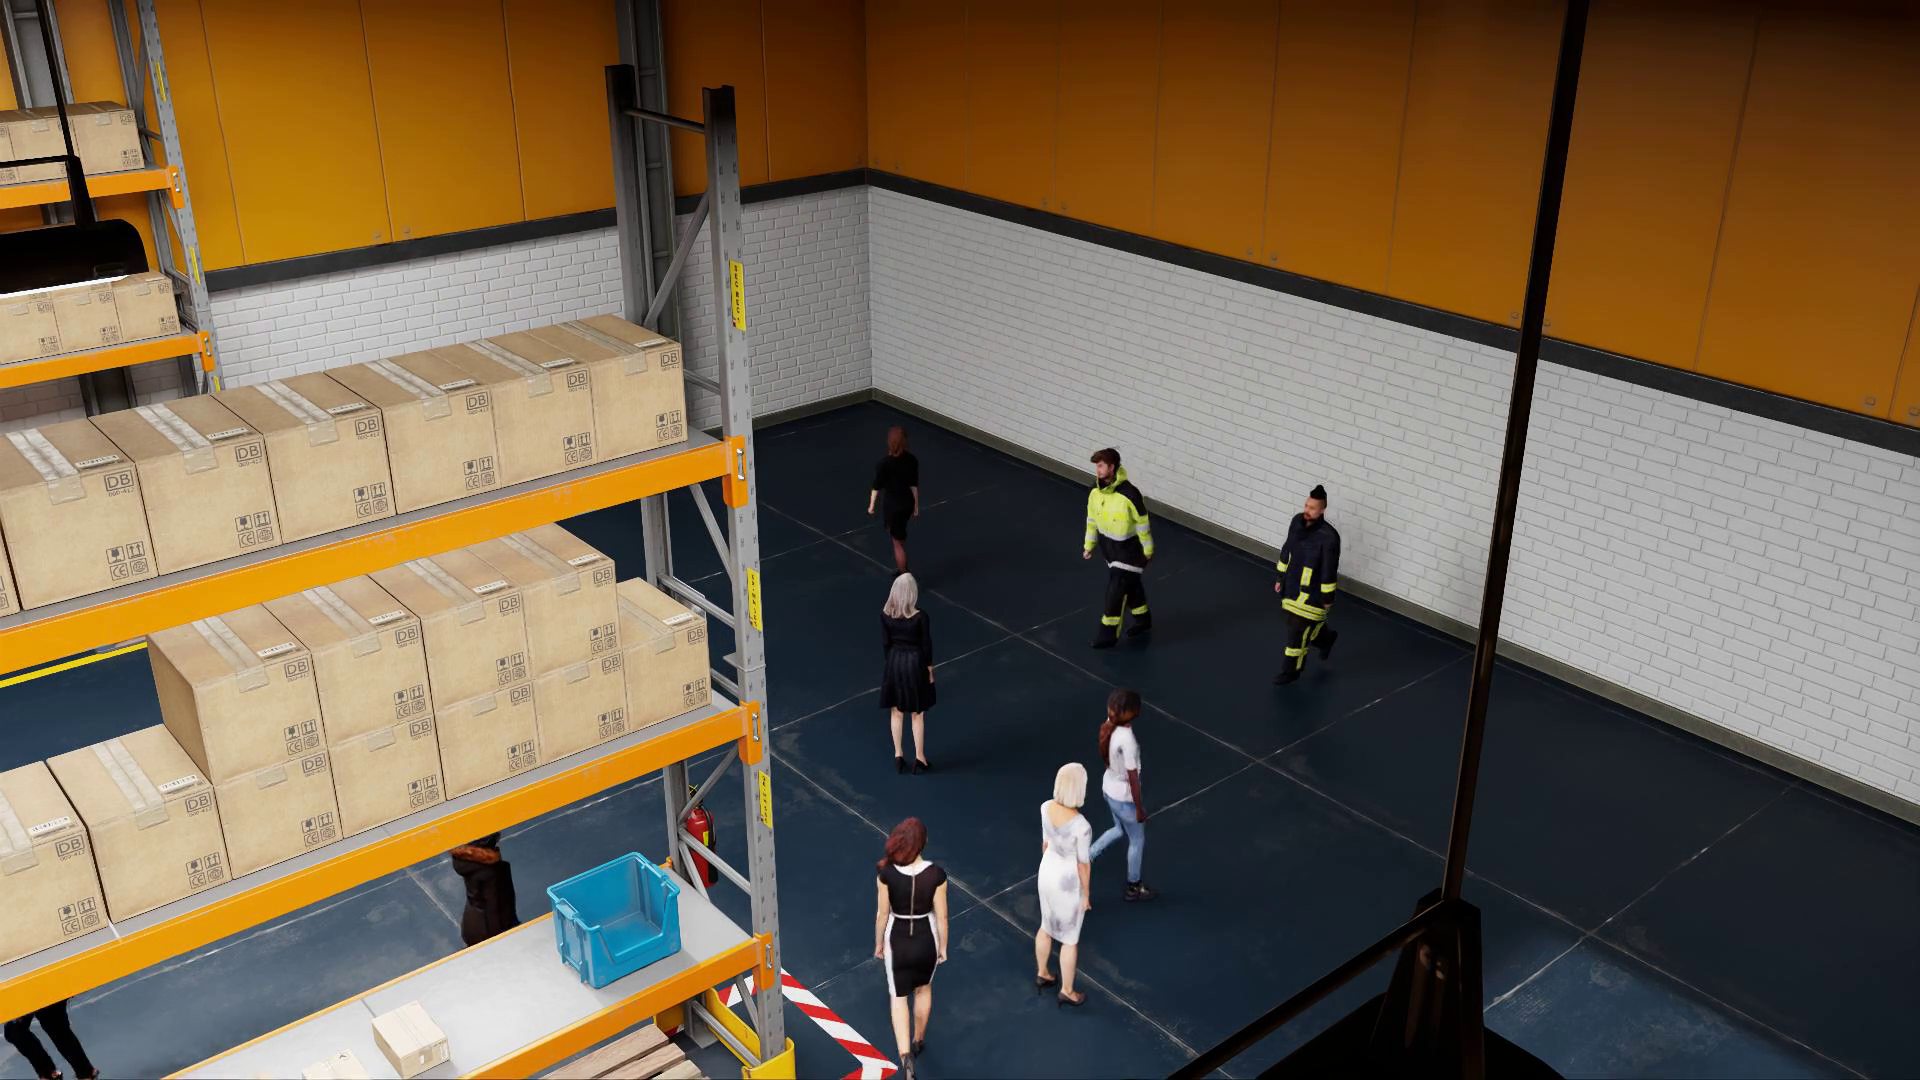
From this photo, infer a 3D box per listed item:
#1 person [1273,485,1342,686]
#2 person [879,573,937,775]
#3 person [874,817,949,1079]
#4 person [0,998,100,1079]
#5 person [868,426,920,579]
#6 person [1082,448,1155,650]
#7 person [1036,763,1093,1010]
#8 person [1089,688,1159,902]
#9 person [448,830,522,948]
[{"bbox_3d":[3.136,0.370,14.703,1.131,1.829,0.878,-12,26,-25],"label":"person"},{"bbox_3d":[-0.415,1.058,13.231,0.695,1.747,0.726,7,25,16],"label":"person"},{"bbox_3d":[-0.295,2.495,9.907,0.979,1.778,0.995,0,24,-1],"label":"person"},{"bbox_3d":[-5.311,2.592,9.765,0.634,1.714,0.568,-20,31,-38],"label":"person"},{"bbox_3d":[-0.555,-0.264,16.331,0.617,1.687,0.691,-16,28,-33],"label":"person"},{"bbox_3d":[1.584,0.059,15.310,0.798,1.913,1.045,21,31,40],"label":"person"},{"bbox_3d":[0.656,2.200,10.619,0.529,1.748,0.575,-22,32,-40],"label":"person"},{"bbox_3d":[1.082,1.803,11.579,1.001,1.705,0.831,-7,25,-16],"label":"person"},{"bbox_3d":[-2.989,2.415,10.312,1.014,1.599,0.593,-18,29,-35],"label":"person"}]
